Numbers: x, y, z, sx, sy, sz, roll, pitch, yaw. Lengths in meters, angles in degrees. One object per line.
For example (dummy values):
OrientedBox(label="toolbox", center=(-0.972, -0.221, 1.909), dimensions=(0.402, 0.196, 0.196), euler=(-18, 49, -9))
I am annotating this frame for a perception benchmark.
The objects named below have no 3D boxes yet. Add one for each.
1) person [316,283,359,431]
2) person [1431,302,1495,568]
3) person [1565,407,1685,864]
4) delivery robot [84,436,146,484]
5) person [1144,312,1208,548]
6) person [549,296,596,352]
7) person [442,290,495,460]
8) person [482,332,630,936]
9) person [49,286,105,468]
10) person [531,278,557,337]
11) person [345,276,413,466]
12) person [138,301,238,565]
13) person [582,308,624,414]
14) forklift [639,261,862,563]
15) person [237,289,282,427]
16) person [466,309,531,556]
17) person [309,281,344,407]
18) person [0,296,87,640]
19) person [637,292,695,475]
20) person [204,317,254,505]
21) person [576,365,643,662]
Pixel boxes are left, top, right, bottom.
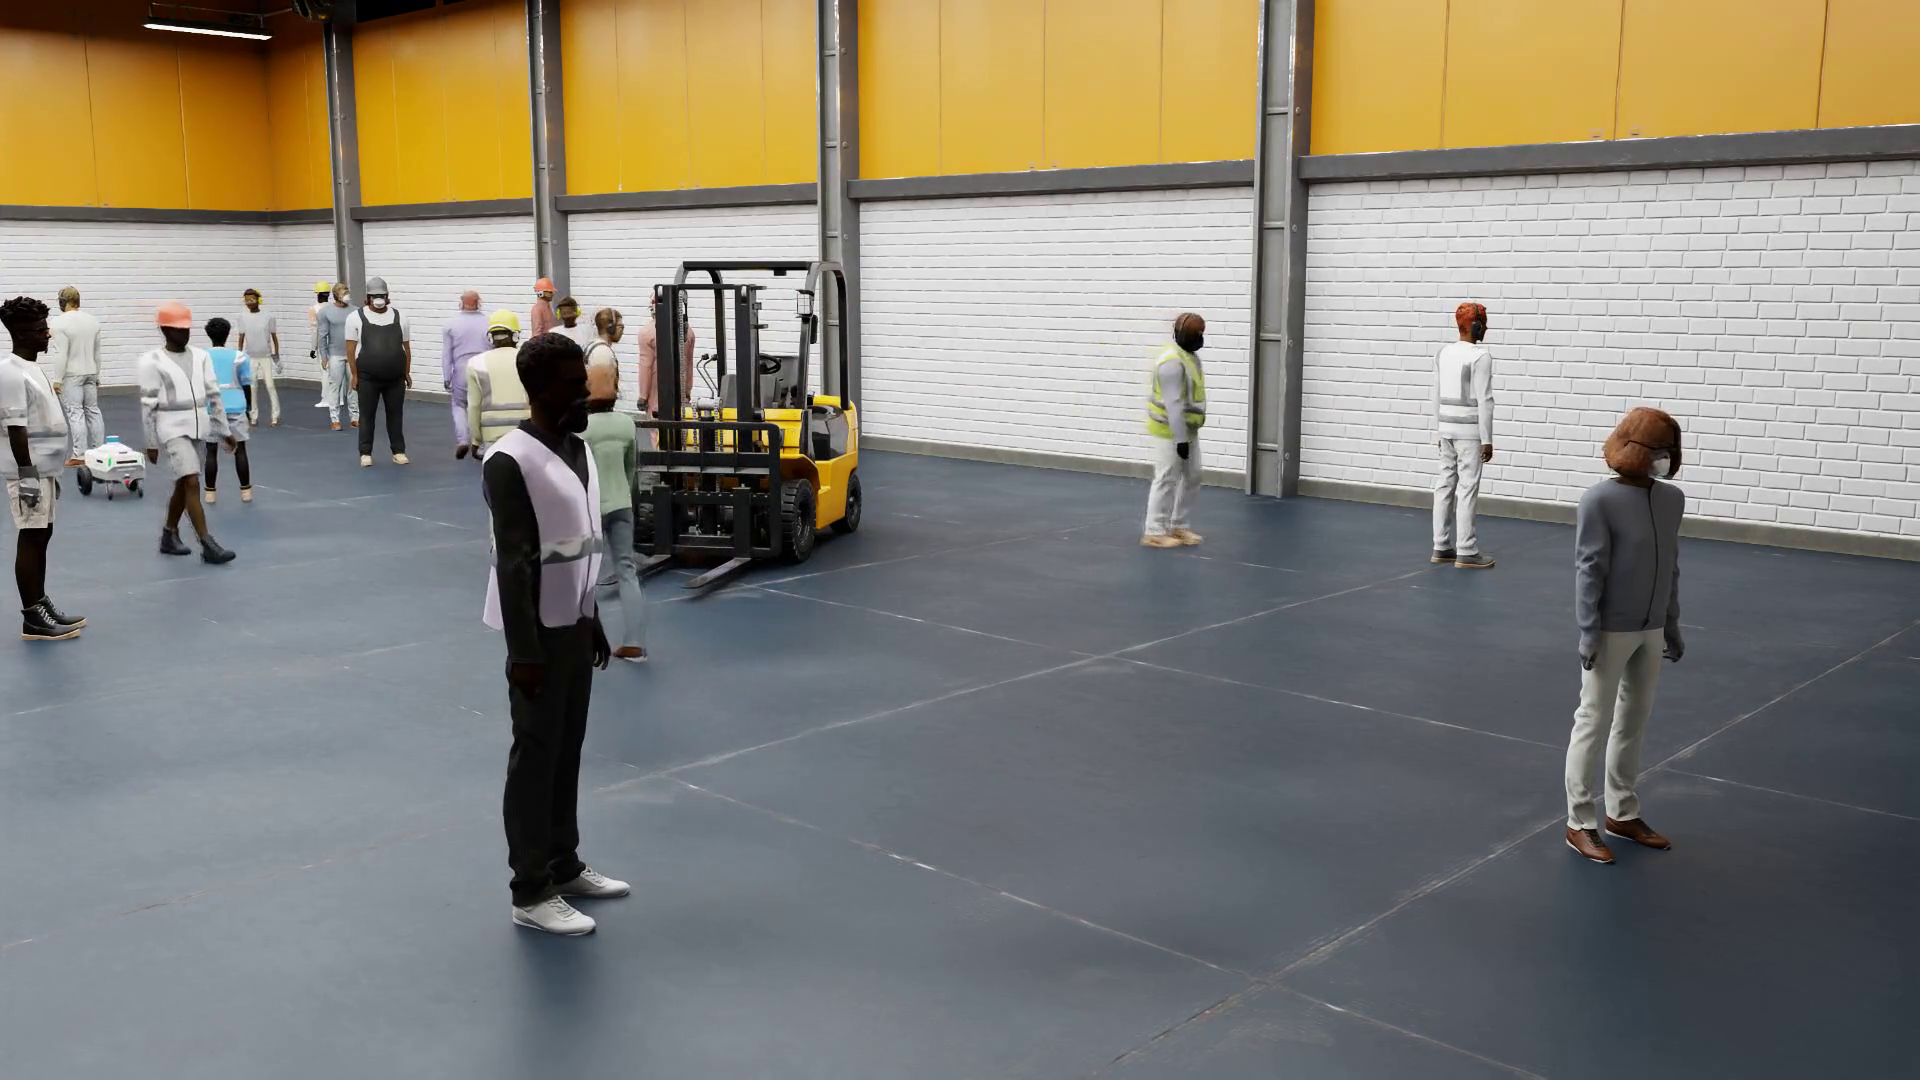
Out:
OrientedBox(label="person", center=(-8.115, -2.411, 21.901), dimensions=(0.635, 1.938, 0.357), euler=(-8, 12, -40))
OrientedBox(label="person", center=(3.596, -0.743, 11.851), dimensions=(0.352, 1.883, 0.579), euler=(-4, 10, -22))
OrientedBox(label="person", center=(2.415, 0.334, 6.010), dimensions=(0.497, 1.633, 0.289), euler=(-5, 10, -28))
OrientedBox(label="delivery robot", center=(-7.899, -0.729, 15.538), dimensions=(0.477, 0.478, 0.707), euler=(-9, 13, -43))
OrientedBox(label="person", center=(1.615, -0.810, 12.537), dimensions=(0.527, 1.798, 0.655), euler=(4, 10, 24))
OrientedBox(label="person", center=(-4.015, -1.627, 17.410), dimensions=(0.522, 1.838, 0.478), euler=(0, 9, 0))
OrientedBox(label="person", center=(-5.405, -1.823, 18.450), dimensions=(0.659, 1.885, 0.447), euler=(-4, 10, -21))
OrientedBox(label="person", center=(-1.323, 0.292, 5.396), dimensions=(0.386, 1.920, 0.588), euler=(2, 9, 9))
OrientedBox(label="person", center=(-9.428, -1.735, 17.759), dimensions=(0.355, 1.938, 0.637), euler=(2, 10, 14))
OrientedBox(label="person", center=(-5.696, -2.598, 22.880), dimensions=(0.382, 1.993, 0.622), euler=(0, 9, 0))
OrientedBox(label="person", center=(-6.236, -1.817, 17.952), dimensions=(0.681, 2.000, 0.536), euler=(-6, 11, -31))
OrientedBox(label="person", center=(-5.622, -0.783, 12.085), dimensions=(0.946, 1.893, 0.556), euler=(5, 10, 27))
OrientedBox(label="person", center=(-2.879, -0.964, 13.447), dimensions=(0.917, 1.792, 0.510), euler=(-6, 11, -33))
OrientedBox(label="forklift", center=(-1.552, -1.040, 12.721), dimensions=(1.214, 2.155, 2.313), euler=(2, 9, 11))
OrientedBox(label="person", center=(-9.415, -2.437, 22.338), dimensions=(0.518, 1.853, 0.370), euler=(-1, 9, -8))
OrientedBox(label="person", center=(-3.304, -0.773, 12.214), dimensions=(0.586, 1.824, 0.404), euler=(-3, 10, -17))
OrientedBox(label="person", center=(-9.713, -2.992, 25.505), dimensions=(0.368, 1.927, 0.587), euler=(6, 11, 31))
OrientedBox(label="person", center=(-5.316, -0.412, 9.563), dimensions=(0.368, 1.966, 0.603), euler=(-3, 10, -19))
OrientedBox(label="person", center=(-2.850, -1.430, 15.998), dimensions=(0.410, 1.906, 0.642), euler=(8, 12, 40))
OrientedBox(label="person", center=(-6.657, -1.163, 15.031), dimensions=(0.537, 1.684, 0.331), euler=(-4, 10, -23))
OrientedBox(label="person", center=(-2.017, -0.151, 9.087), dimensions=(0.797, 1.600, 0.516), euler=(9, 13, 43))
